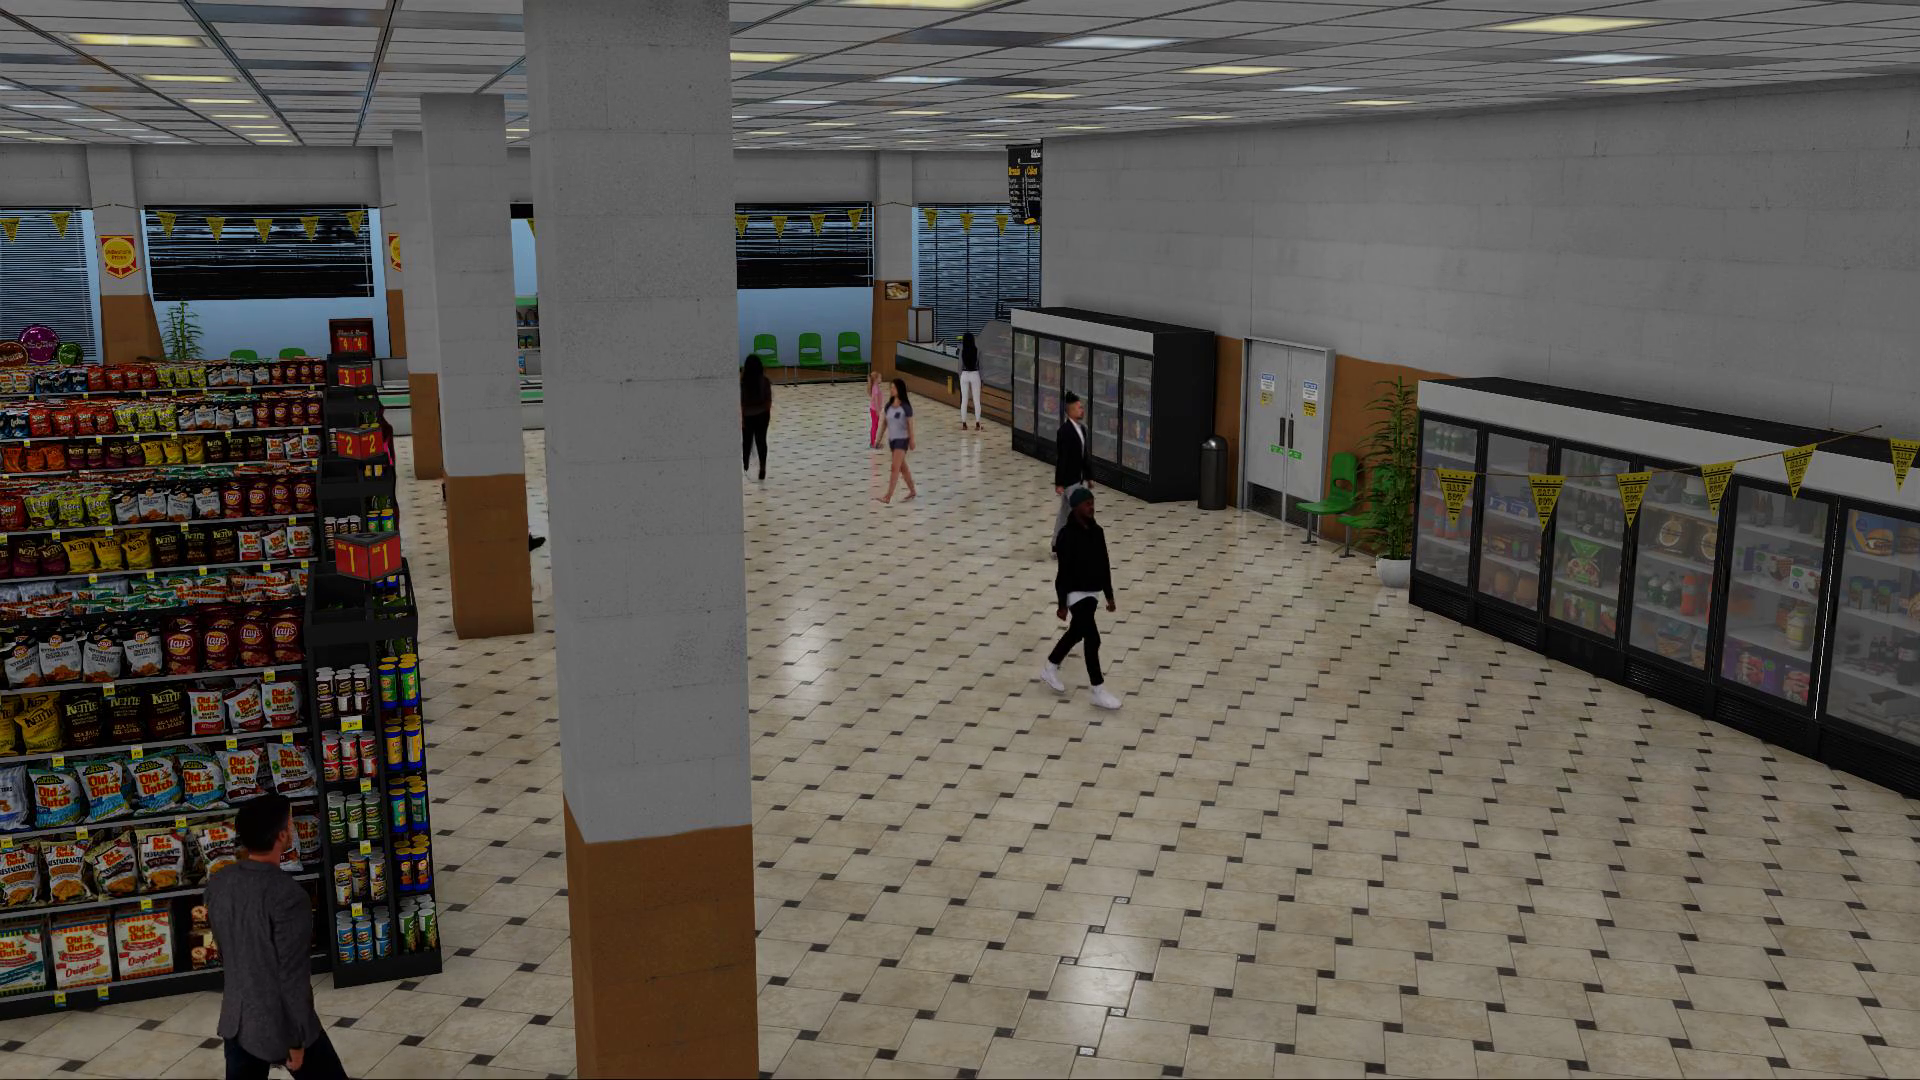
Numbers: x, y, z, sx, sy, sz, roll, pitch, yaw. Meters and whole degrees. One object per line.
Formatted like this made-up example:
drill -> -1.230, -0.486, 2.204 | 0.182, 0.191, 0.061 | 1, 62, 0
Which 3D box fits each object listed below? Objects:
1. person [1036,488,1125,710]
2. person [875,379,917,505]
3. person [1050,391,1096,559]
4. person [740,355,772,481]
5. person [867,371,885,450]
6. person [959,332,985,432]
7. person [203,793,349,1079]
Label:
person -> 0.936, 0.460, 13.702 | 1.122, 1.778, 1.256 | 11, 16, 41
person -> -0.765, -1.318, 22.435 | 0.940, 1.661, 1.176 | 11, 16, 42
person -> 1.172, -0.718, 18.922 | 1.056, 1.934, 0.998 | 6, 13, 25
person -> -2.934, -1.717, 24.032 | 1.121, 1.783, 0.768 | -3, 12, -16
person -> -1.391, -2.135, 27.262 | 0.540, 1.270, 0.522 | -1, 12, -6
person -> 0.187, -2.807, 29.354 | 0.607, 1.722, 0.727 | 2, 12, 9
person -> -2.757, 1.955, 6.505 | 1.199, 1.818, 1.229 | 5, 13, 22
